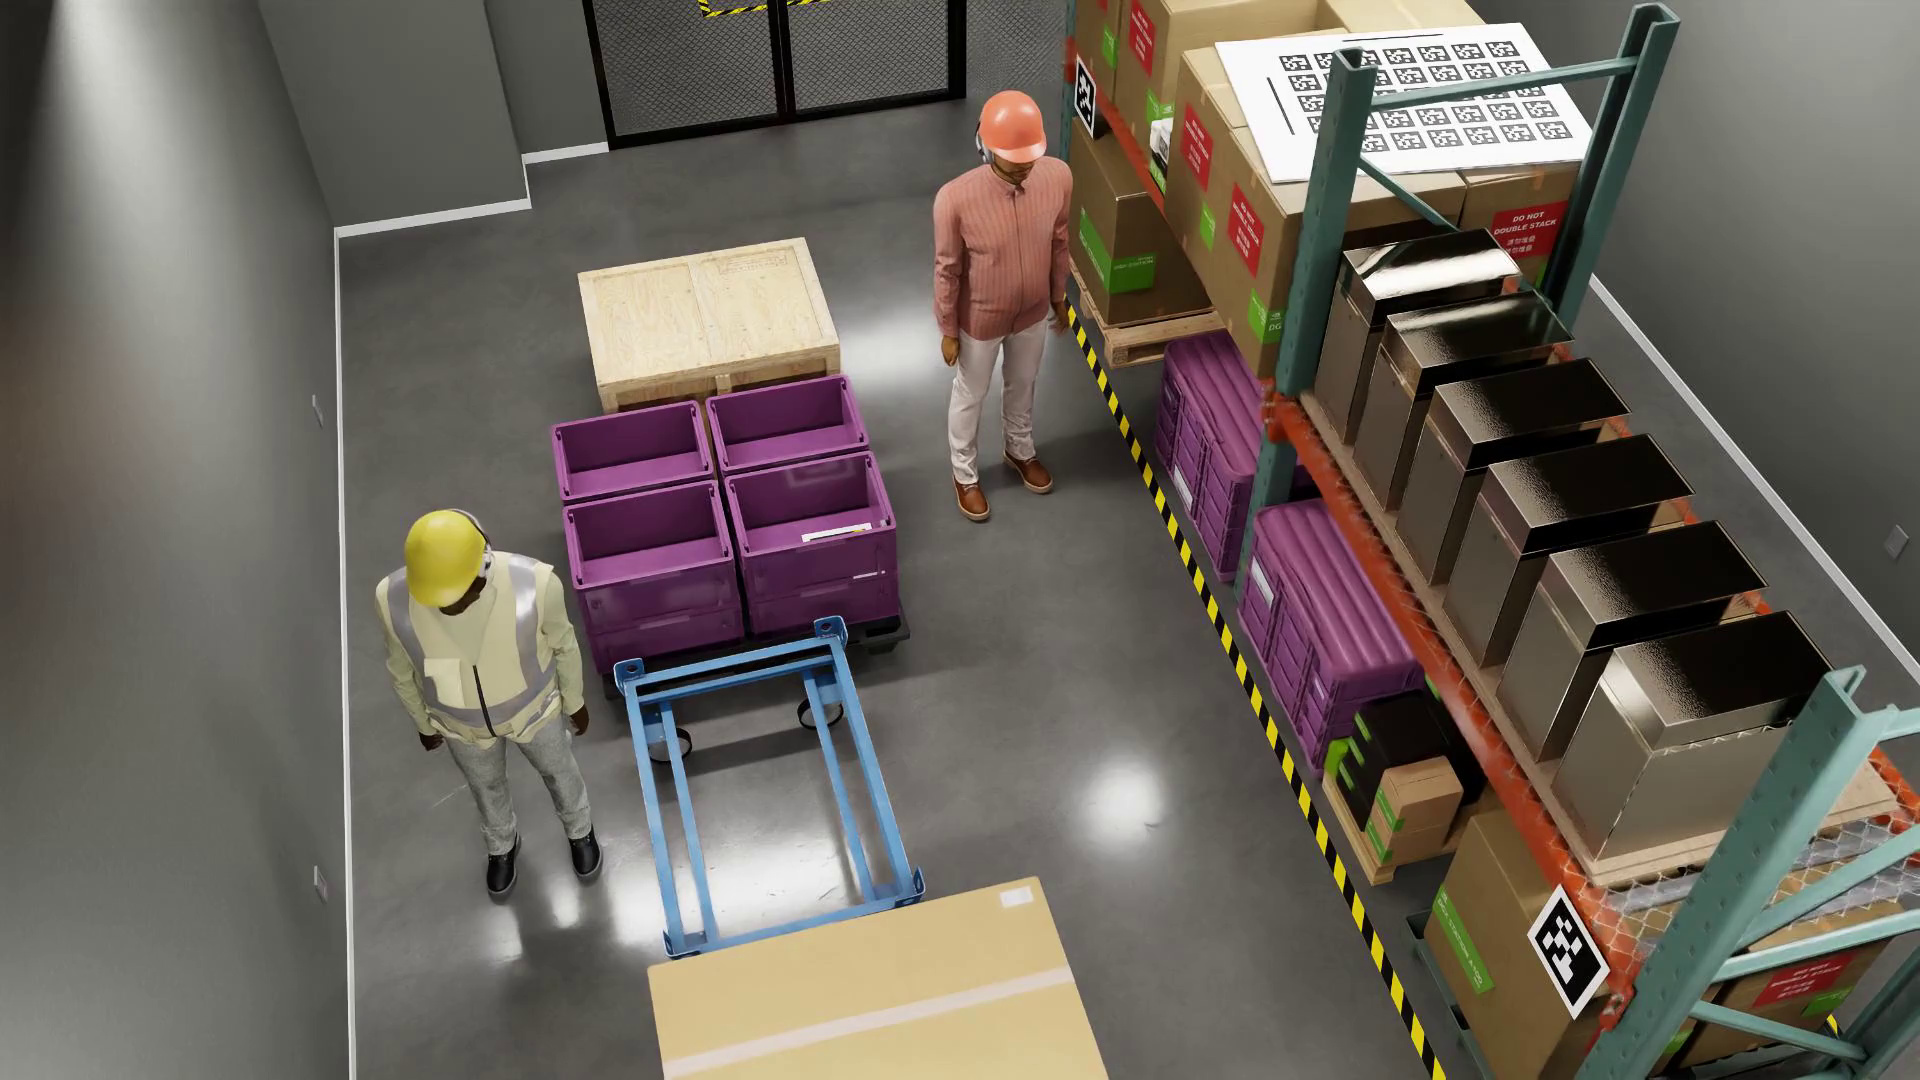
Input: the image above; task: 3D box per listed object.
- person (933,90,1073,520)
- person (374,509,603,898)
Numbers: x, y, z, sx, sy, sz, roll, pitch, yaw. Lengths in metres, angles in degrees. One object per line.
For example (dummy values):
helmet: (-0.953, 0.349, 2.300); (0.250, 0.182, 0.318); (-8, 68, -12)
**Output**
person: (0.179, -0.927, 6.701); (0.608, 1.995, 0.377); (-22, 51, -19)
person: (-1.518, 0.544, 5.465); (0.591, 1.821, 0.403); (-9, 48, -8)
